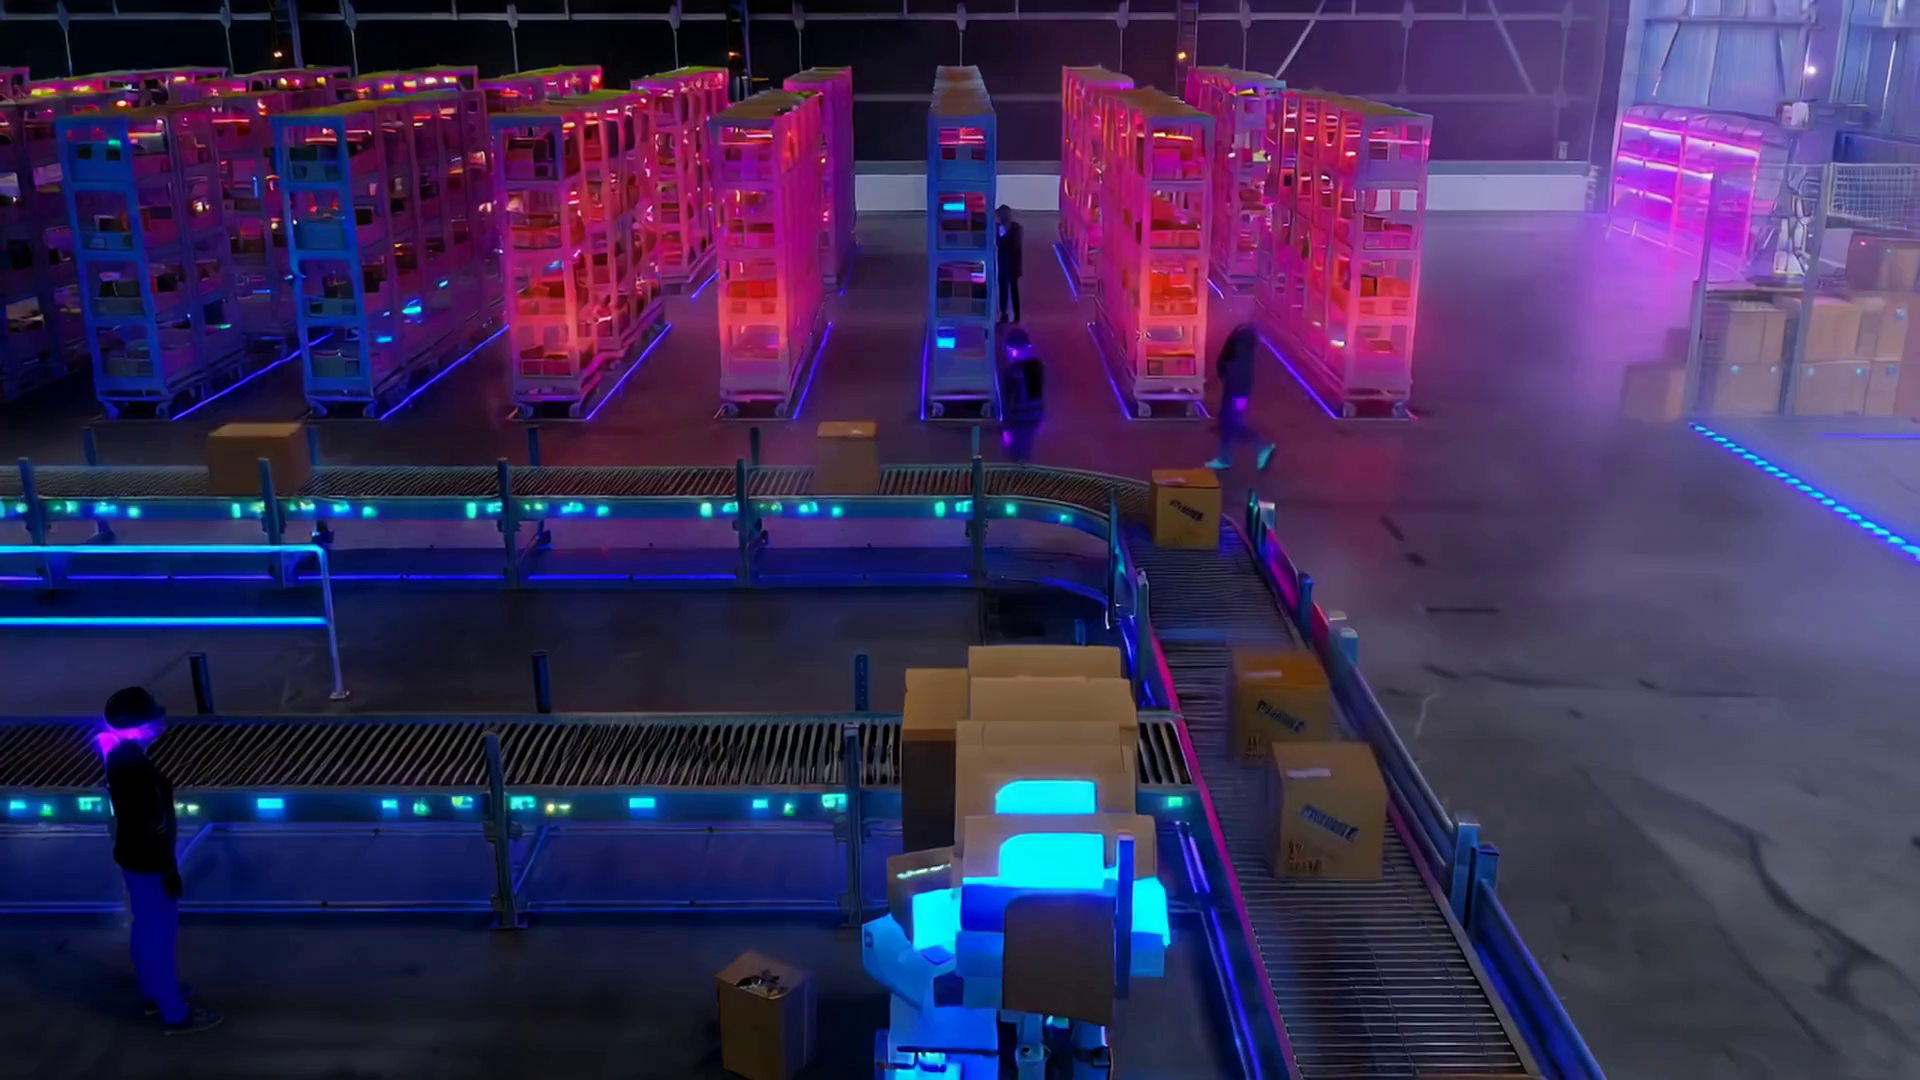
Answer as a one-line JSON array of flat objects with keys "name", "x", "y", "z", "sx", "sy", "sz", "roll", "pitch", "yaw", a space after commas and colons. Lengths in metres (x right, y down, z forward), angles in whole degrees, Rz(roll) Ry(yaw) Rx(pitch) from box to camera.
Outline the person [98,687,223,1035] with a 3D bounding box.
[{"name": "person", "x": -3.895, "y": 1.540, "z": 8.037, "sx": 0.312, "sy": 1.768, "sz": 0.522, "roll": -16, "pitch": 24, "yaw": -40}]

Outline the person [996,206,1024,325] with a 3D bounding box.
[{"name": "person", "x": 0.724, "y": -4.274, "z": 25.847, "sx": 0.575, "sy": 1.830, "sz": 0.410, "roll": 11, "pitch": 21, "yaw": 30}]

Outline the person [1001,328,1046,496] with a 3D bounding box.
[{"name": "person", "x": 0.671, "y": -1.170, "z": 16.322, "sx": 0.660, "sy": 1.815, "sz": 0.604, "roll": 15, "pitch": 23, "yaw": 39}]

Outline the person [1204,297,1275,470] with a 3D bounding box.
[{"name": "person", "x": 2.989, "y": -1.633, "z": 17.618, "sx": 0.664, "sy": 1.888, "sz": 0.650, "roll": 4, "pitch": 18, "yaw": 12}]
